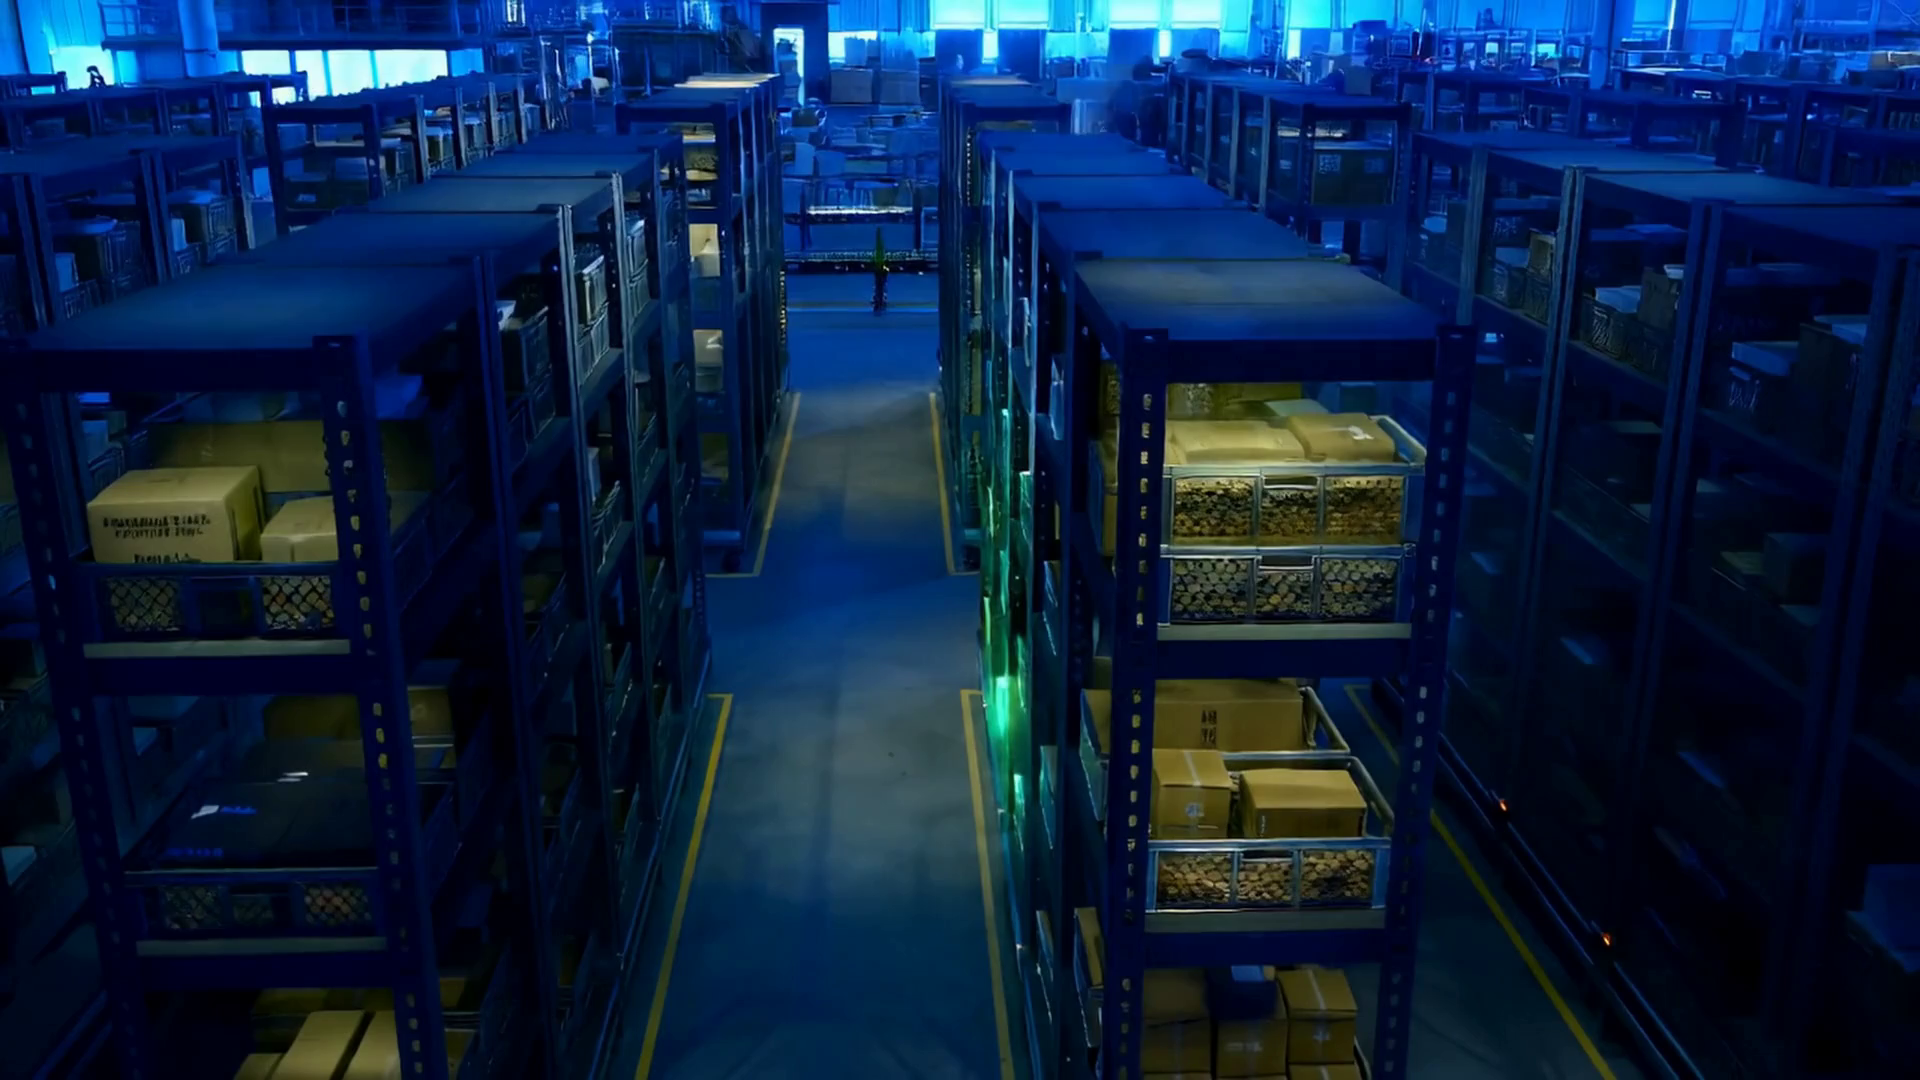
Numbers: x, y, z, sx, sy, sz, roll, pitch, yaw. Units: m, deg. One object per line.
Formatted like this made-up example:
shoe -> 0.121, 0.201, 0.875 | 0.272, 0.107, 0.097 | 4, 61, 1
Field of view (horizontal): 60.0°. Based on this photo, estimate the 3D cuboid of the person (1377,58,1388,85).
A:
person -> 20.761, -22.818, 81.786 | 0.532, 1.690, 0.322 | -1, 18, -3

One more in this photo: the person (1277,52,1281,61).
person -> 17.172, -25.477, 89.946 | 0.737, 1.713, 0.512 | 8, 20, 24

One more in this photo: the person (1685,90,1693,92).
person -> 25.464, -15.407, 58.422 | 0.639, 1.950, 0.410 | 9, 20, 26

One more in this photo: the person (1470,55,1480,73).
person -> 24.940, -22.533, 80.606 | 1.037, 1.883, 0.634 | -5, 19, -16

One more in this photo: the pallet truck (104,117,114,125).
pallet truck -> -18.367, -7.885, 35.078 | 1.885, 1.965, 0.823 | 1, 18, 2

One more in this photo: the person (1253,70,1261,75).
person -> 10.566, -15.772, 59.497 | 0.399, 1.987, 0.612 | -11, 21, -31

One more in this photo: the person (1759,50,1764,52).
person -> 41.780, -24.612, 86.928 | 0.552, 1.939, 0.352 | -10, 20, -27

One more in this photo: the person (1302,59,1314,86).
person -> 15.699, -20.760, 75.149 | 0.503, 1.861, 0.328 | 4, 18, 12

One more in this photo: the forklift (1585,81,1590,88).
forklift -> 30.327, -22.040, 77.468 | 1.873, 2.768, 1.129 | -1, 18, -2

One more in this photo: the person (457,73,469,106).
person -> -18.238, -16.118, 60.814 | 0.971, 1.828, 0.604 | -2, 18, -8

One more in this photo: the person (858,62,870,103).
person -> -4.048, -19.347, 70.699 | 0.557, 1.897, 0.898 | -10, 20, -28

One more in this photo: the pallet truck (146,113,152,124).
pallet truck -> -18.087, -8.309, 36.390 | 1.885, 1.965, 0.823 | -1, 18, -4

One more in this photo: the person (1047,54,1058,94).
person -> 4.430, -22.404, 80.111 | 0.379, 1.933, 0.629 | -15, 23, -39

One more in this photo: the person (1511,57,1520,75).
person -> 25.194, -20.922, 75.539 | 0.370, 1.924, 0.586 | 13, 22, 34

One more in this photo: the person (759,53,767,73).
person -> -10.199, -24.281, 86.161 | 0.616, 1.796, 0.983 | -17, 24, -41

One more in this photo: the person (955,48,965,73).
person -> 0.015, -26.429, 92.650 | 1.018, 1.890, 0.629 | 8, 20, 24

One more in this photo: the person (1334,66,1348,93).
person -> 14.959, -17.697, 65.592 | 0.437, 1.914, 0.689 | -7, 19, -20

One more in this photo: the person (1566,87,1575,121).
person -> 19.859, -13.924, 54.279 | 0.683, 1.674, 0.535 | 10, 20, 28

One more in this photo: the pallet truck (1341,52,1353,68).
pallet truck -> 18.794, -23.123, 82.231 | 0.823, 1.965, 1.885 | -13, 22, -35

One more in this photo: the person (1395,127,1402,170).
person -> 11.054, -9.811, 41.436 | 0.529, 1.746, 0.614 | 1, 18, 4

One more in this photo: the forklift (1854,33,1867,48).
forklift -> 45.252, -24.022, 83.600 | 1.873, 2.768, 1.129 | -10, 21, -29

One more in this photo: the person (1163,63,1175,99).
person -> 8.302, -17.714, 65.425 | 0.684, 2.000, 0.538 | -3, 18, -9

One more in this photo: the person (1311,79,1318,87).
person -> 12.342, -15.208, 58.109 | 0.314, 1.767, 0.534 | 10, 21, 29

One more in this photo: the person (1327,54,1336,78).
person -> 18.848, -23.651, 84.172 | 0.835, 1.813, 0.630 | 10, 21, 29
